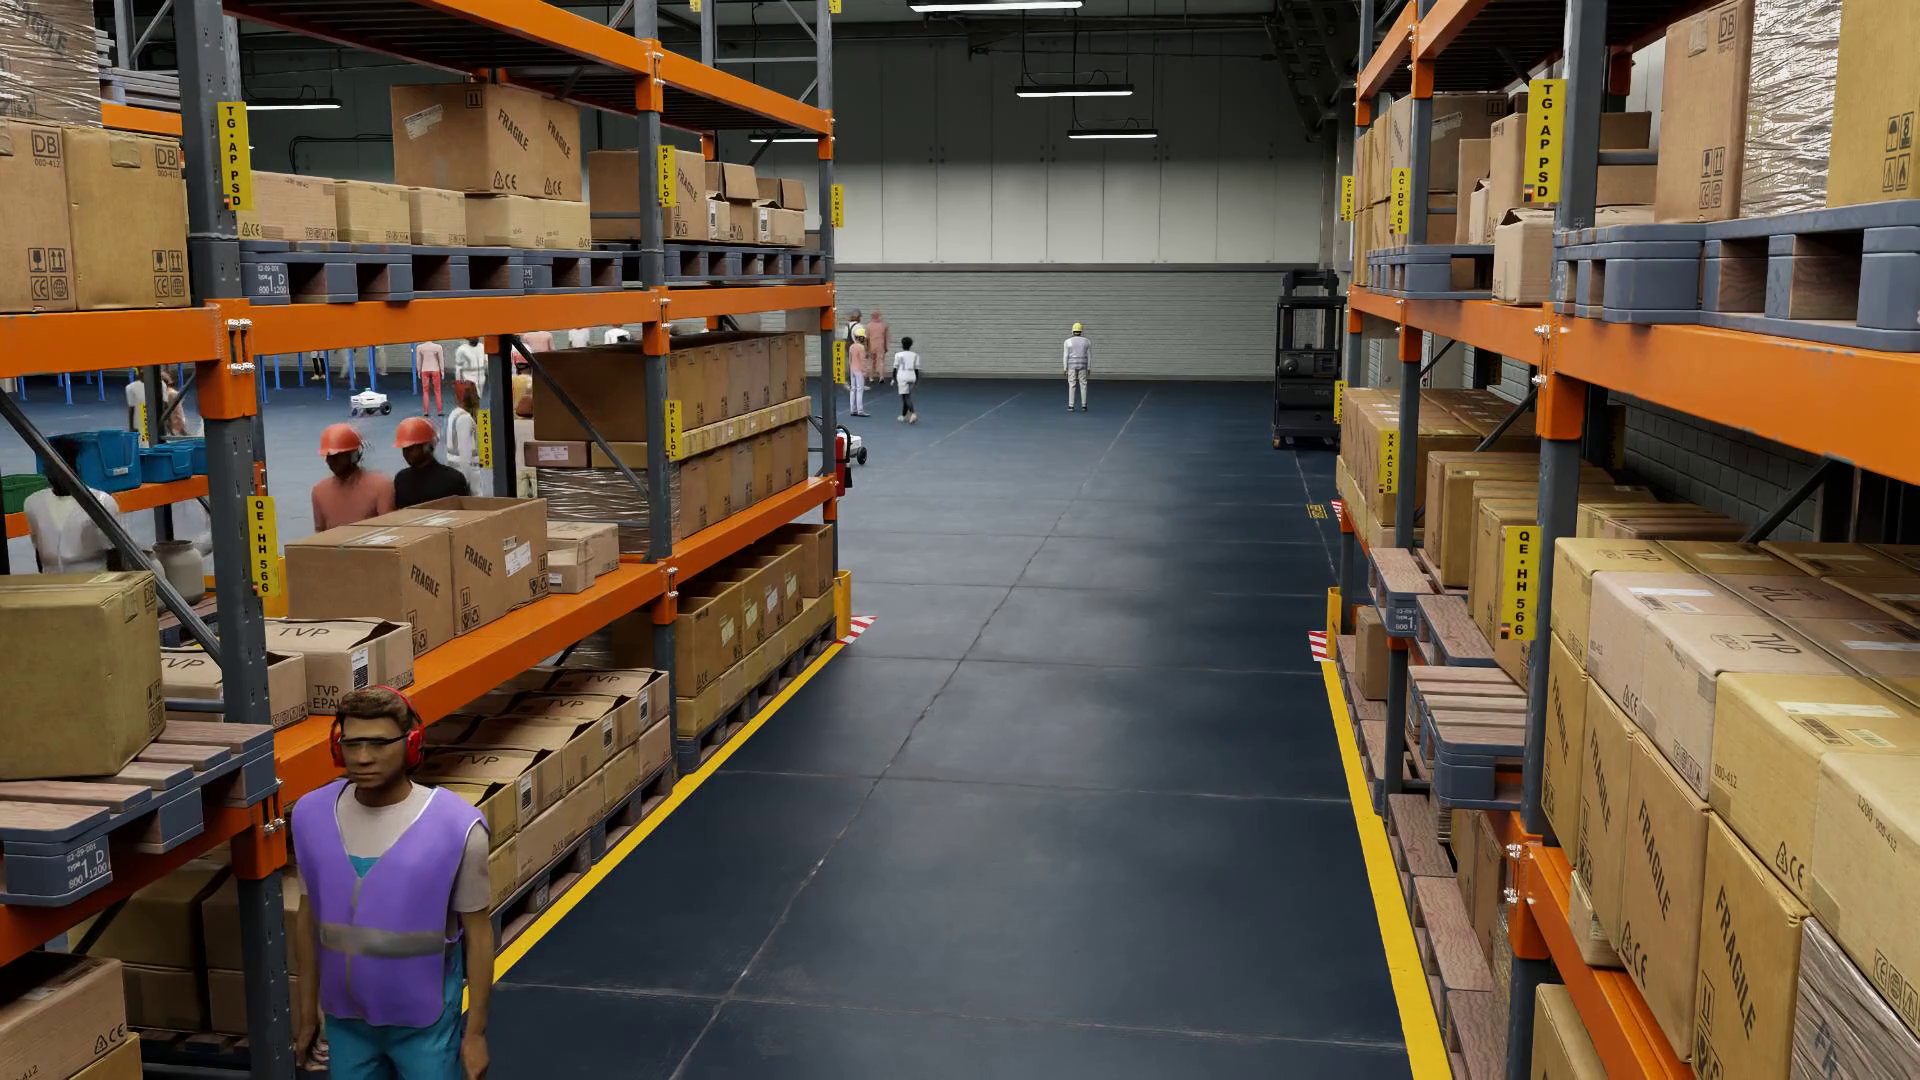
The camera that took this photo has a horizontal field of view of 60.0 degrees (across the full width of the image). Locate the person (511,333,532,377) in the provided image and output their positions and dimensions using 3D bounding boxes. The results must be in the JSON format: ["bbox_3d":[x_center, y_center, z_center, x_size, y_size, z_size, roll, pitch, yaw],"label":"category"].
[{"bbox_3d":[-8.202,-2.988,30.747,0.585,1.875,0.994,-4,10,-24],"label":"person"}]

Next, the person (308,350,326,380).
[{"bbox_3d":[-17.259,-5.144,44.601,0.322,1.697,0.534,5,10,27],"label":"person"}]

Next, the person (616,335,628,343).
[{"bbox_3d":[-6.616,-3.141,32.319,0.850,1.654,0.554,-5,11,-30],"label":"person"}]

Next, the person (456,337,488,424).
[{"bbox_3d":[-8.629,-2.821,29.439,1.090,1.989,0.611,9,13,43],"label":"person"}]

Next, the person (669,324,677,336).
[{"bbox_3d":[-6.019,-3.642,35.036,0.946,1.797,0.637,3,10,17],"label":"person"}]

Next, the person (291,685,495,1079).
[{"bbox_3d":[-1.522,1.283,4.487,0.570,1.849,0.384,2,9,11],"label":"person"}]

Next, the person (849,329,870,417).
[{"bbox_3d":[-2.028,-3.363,33.432,0.327,1.760,0.523,-7,11,-35],"label":"person"}]

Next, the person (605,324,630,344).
[{"bbox_3d":[-7.879,-4.207,38.303,0.580,1.872,0.543,0,9,-2],"label":"person"}]

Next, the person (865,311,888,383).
[{"bbox_3d":[-2.177,-5.042,43.487,0.643,1.869,0.992,-2,9,-12],"label":"person"}]

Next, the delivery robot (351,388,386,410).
[{"bbox_3d":[-11.984,-2.835,33.712,0.477,0.478,0.707,5,10,27],"label":"delivery robot"}]

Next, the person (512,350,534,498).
[{"bbox_3d":[-5.539,-1.493,21.506,0.594,1.902,0.850,5,10,28],"label":"person"}]

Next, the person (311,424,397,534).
[{"bbox_3d":[-3.952,0.184,11.012,0.615,1.948,1.041,0,9,1],"label":"person"}]

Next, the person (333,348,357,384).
[{"bbox_3d":[-15.975,-4.999,43.033,0.820,1.908,0.637,3,10,16],"label":"person"}]

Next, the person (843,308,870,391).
[{"bbox_3d":[-2.535,-4.599,40.310,0.892,2.000,0.681,-7,11,-37],"label":"person"}]

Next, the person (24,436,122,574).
[{"bbox_3d":[-5.571,0.274,10.570,0.619,1.910,1.062,-1,9,-3],"label":"person"}]

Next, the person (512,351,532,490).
[{"bbox_3d":[-5.748,-1.555,21.871,0.629,1.886,0.602,-1,9,-9],"label":"person"}]

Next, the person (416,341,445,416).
[{"bbox_3d":[-10.670,-3.385,33.546,0.533,1.765,0.321,-1,9,-7],"label":"person"}]

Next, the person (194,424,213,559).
[{"bbox_3d":[-6.652,-0.432,14.874,0.762,1.919,0.645,2,9,10],"label":"person"}]

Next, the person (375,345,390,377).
[{"bbox_3d":[-16.019,-5.288,45.763,0.770,1.603,0.534,6,11,31],"label":"person"}]

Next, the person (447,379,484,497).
[{"bbox_3d":[-4.907,-0.642,16.328,0.505,1.870,0.582,-4,10,-26],"label":"person"}]

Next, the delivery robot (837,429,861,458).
[{"bbox_3d":[-1.765,-1.435,25.081,0.477,0.478,0.707,3,10,19],"label":"delivery robot"}]

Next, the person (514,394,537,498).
[{"bbox_3d":[-4.503,-0.709,17.445,0.500,1.633,0.280,1,9,8],"label":"person"}]

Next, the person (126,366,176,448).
[{"bbox_3d":[-10.362,-1.432,21.272,0.810,1.846,0.520,8,12,39],"label":"person"}]

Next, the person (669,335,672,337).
[{"bbox_3d":[-4.611,-2.316,26.528,0.678,1.905,0.401,-5,10,-27],"label":"person"}]

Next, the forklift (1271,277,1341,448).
[{"bbox_3d":[5.847,-3.016,27.970,1.129,2.768,1.873,1,9,9],"label":"forklift"}]

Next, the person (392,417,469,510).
[{"bbox_3d":[-3.637,0.152,11.191,0.636,1.936,1.012,5,11,29],"label":"person"}]

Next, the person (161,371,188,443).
[{"bbox_3d":[-10.630,-1.492,22.425,0.696,1.623,0.566,-7,12,-38],"label":"person"}]

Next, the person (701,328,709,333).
[{"bbox_3d":[-5.782,-4.356,39.073,0.607,1.911,0.413,-4,10,-23],"label":"person"}]

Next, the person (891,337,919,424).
[{"bbox_3d":[-0.999,-3.063,31.894,0.528,1.661,0.833,-7,11,-36],"label":"person"}]

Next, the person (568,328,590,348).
[{"bbox_3d":[-9.045,-4.369,39.439,0.494,1.816,0.956,1,9,6],"label":"person"}]

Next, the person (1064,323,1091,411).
[{"bbox_3d":[2.447,-3.613,34.737,0.587,1.835,0.403,-1,9,-5],"label":"person"}]

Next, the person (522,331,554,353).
[{"bbox_3d":[-9.281,-3.945,36.686,0.681,1.866,0.868,-2,9,-12],"label":"person"}]
